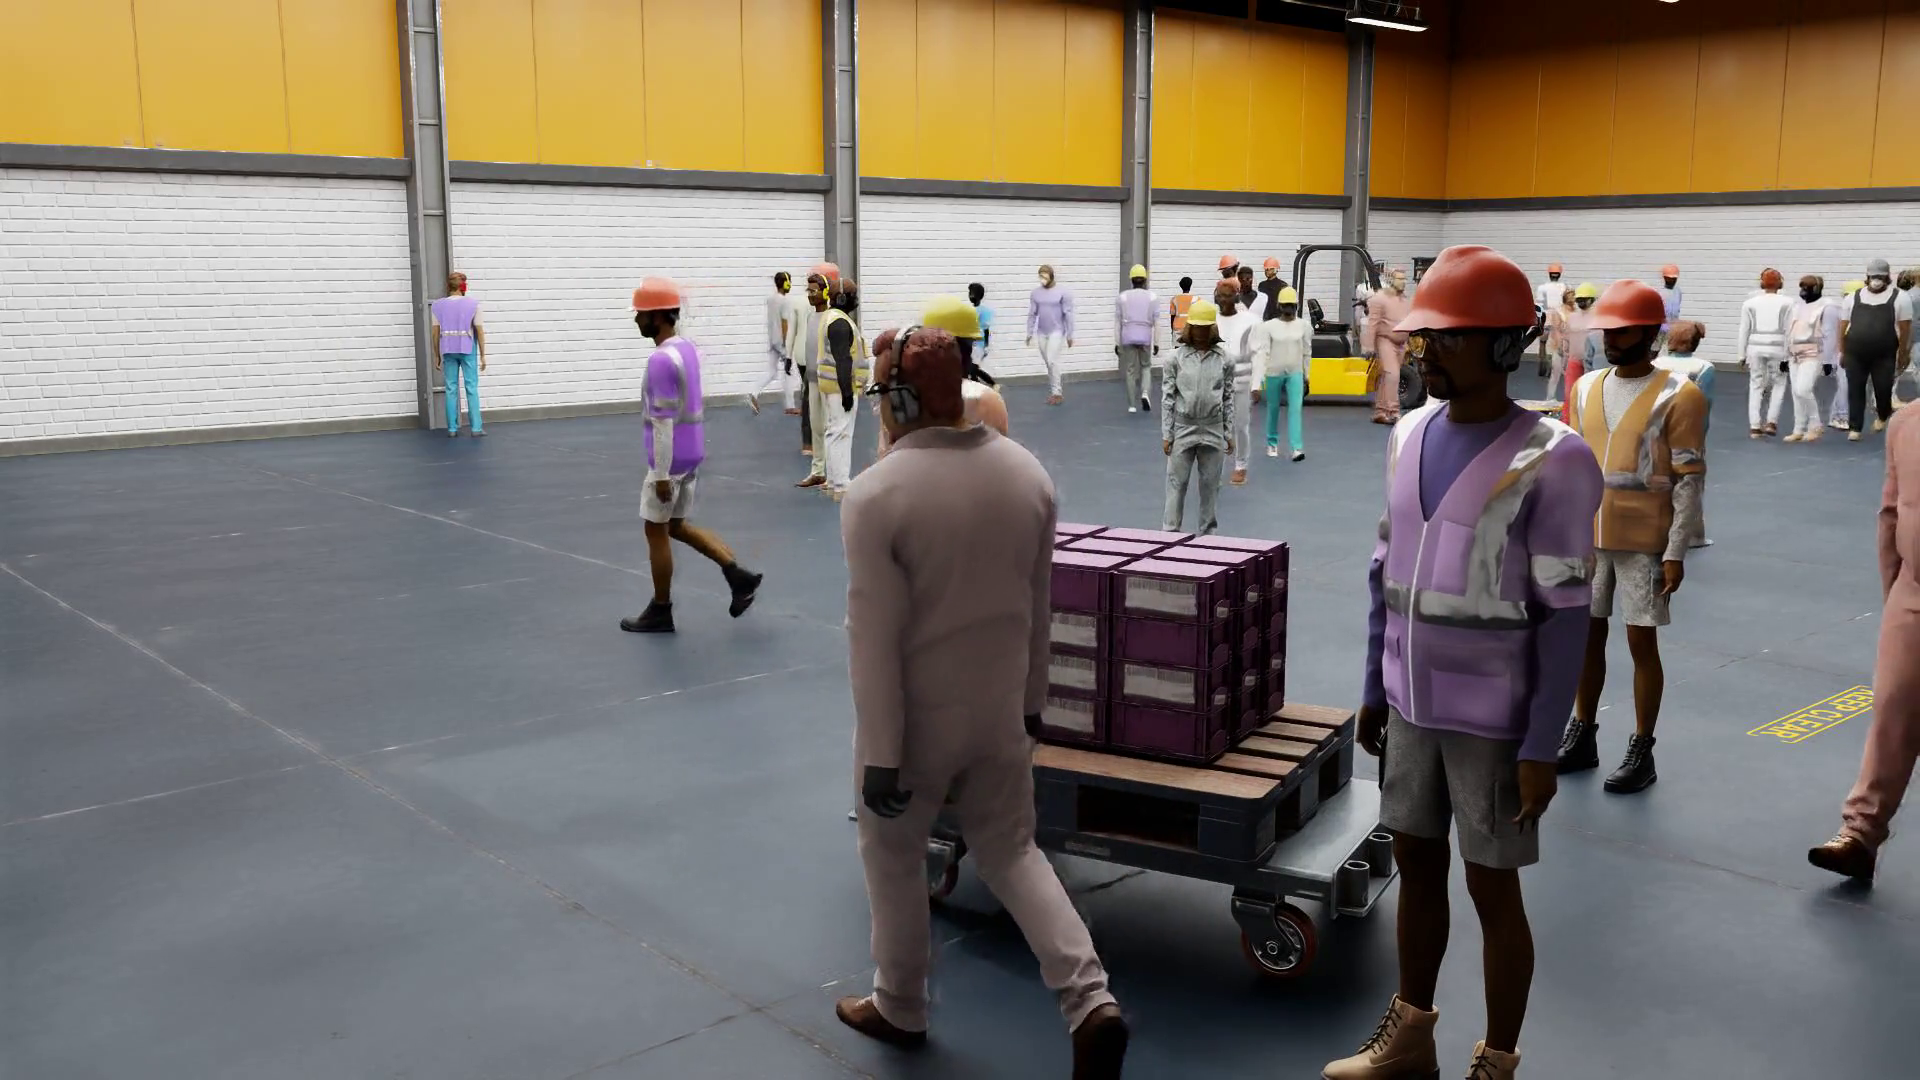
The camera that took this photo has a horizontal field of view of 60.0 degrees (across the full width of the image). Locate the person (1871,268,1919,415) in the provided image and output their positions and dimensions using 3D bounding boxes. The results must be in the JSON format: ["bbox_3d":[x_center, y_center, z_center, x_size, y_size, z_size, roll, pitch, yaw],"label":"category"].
[{"bbox_3d":[12.103,-2.491,20.968,1.024,1.879,0.628,4,10,20],"label":"person"}]

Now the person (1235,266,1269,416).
[{"bbox_3d":[3.436,-2.357,20.126,0.621,1.905,0.491,-1,10,-7],"label":"person"}]

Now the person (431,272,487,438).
[{"bbox_3d":[-5.581,-2.051,18.530,0.565,1.841,0.387,0,10,-2],"label":"person"}]

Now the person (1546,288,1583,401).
[{"bbox_3d":[8.152,-2.564,22.276,0.530,1.589,0.825,-2,10,-12],"label":"person"}]

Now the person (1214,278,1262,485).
[{"bbox_3d":[2.348,-1.353,14.469,0.584,1.838,0.979,4,10,20],"label":"person"}]

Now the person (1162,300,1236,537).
[{"bbox_3d":[1.553,-0.684,10.817,0.489,1.741,0.322,-1,10,-6],"label":"person"}]

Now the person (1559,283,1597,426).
[{"bbox_3d":[6.979,-2.002,18.608,0.543,1.714,0.897,9,13,44],"label":"person"}]

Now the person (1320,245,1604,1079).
[{"bbox_3d":[1.121,0.369,3.771,0.377,2.045,0.605,-5,11,-28],"label":"person"}]

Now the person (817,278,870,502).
[{"bbox_3d":[-0.961,-1.237,13.765,0.429,1.844,0.623,-2,10,-13],"label":"person"}]

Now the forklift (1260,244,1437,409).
[{"bbox_3d":[5.256,-2.933,22.661,2.313,2.155,1.214,3,10,16],"label":"forklift"}]

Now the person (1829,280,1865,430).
[{"bbox_3d":[10.368,-2.125,19.288,0.534,1.736,0.781,-2,10,-9],"label":"person"}]

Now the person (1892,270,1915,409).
[{"bbox_3d":[12.543,-2.673,22.190,0.430,1.839,0.619,8,12,38],"label":"person"}]

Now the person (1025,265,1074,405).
[{"bbox_3d":[1.203,-2.776,22.596,0.641,1.902,0.691,7,12,36],"label":"person"}]

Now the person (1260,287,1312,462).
[{"bbox_3d":[3.217,-1.639,16.484,0.543,1.713,0.916,0,10,2],"label":"person"}]

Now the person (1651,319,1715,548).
[{"bbox_3d":[4.872,-0.710,11.382,0.837,1.603,0.526,-6,12,-33],"label":"person"}]

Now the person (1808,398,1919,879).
[{"bbox_3d":[3.190,0.194,5.323,0.981,1.854,0.657,-7,12,-36],"label":"person"}]

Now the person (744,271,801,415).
[{"bbox_3d":[-2.359,-2.489,21.125,0.787,1.843,0.516,-8,13,-40],"label":"person"}]

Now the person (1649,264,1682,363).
[{"bbox_3d":[10.532,-3.133,24.694,0.558,1.890,0.926,-2,10,-13],"label":"person"}]

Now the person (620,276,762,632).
[{"bbox_3d":[-1.474,-0.439,8.860,0.675,1.920,0.565,2,10,9],"label":"person"}]

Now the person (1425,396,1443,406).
[{"bbox_3d":[5.018,-1.866,17.050,0.633,1.977,0.667,7,12,34],"label":"person"}]

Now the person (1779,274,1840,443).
[{"bbox_3d":[9.134,-1.945,17.946,0.453,1.829,0.648,-2,10,-10],"label":"person"}]

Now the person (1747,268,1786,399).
[{"bbox_3d":[11.473,-2.952,23.791,0.555,1.842,0.768,3,10,15],"label":"person"}]

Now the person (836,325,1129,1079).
[{"bbox_3d":[0.019,0.421,3.998,0.649,1.869,0.867,-8,12,-38],"label":"person"}]

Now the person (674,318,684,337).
[{"bbox_3d":[-3.310,-2.047,19.174,0.499,1.619,0.417,9,13,43],"label":"person"}]

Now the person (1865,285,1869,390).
[{"bbox_3d":[12.477,-2.713,23.018,0.335,1.621,0.519,-8,13,-40],"label":"person"}]

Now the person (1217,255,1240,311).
[{"bbox_3d":[3.956,-3.168,24.498,0.381,2.039,0.606,5,11,28],"label":"person"}]

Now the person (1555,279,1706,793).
[{"bbox_3d":[2.499,-0.014,6.320,0.357,1.936,0.551,-7,12,-36],"label":"person"}]

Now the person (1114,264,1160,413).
[{"bbox_3d":[2.278,-2.587,21.455,0.585,1.914,0.408,0,10,3],"label":"person"}]

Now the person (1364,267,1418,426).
[{"bbox_3d":[5.231,-2.286,19.776,0.681,1.877,0.826,-7,12,-34],"label":"person"}]

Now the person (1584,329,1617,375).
[{"bbox_3d":[6.268,-1.503,16.028,0.509,1.601,0.783,6,12,33],"label":"person"}]

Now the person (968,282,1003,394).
[{"bbox_3d":[0.284,-2.639,22.464,0.689,1.674,0.536,-5,11,-29],"label":"person"}]

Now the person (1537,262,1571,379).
[{"bbox_3d":[9.803,-3.622,27.511,0.552,1.919,0.514,3,10,14],"label":"person"}]

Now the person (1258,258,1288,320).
[{"bbox_3d":[4.968,-3.513,26.638,0.382,1.993,0.622,-8,13,-39],"label":"person"}]

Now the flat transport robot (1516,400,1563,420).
[{"bbox_3d":[7.006,-1.558,20.235,0.652,0.197,1.431,6,11,31],"label":"flat transport robot"}]

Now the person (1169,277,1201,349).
[{"bbox_3d":[3.647,-3.409,26.925,0.531,1.694,0.320,4,11,24],"label":"person"}]

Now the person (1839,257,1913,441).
[{"bbox_3d":[10.053,-2.114,18.315,0.690,2.000,0.709,7,12,36],"label":"person"}]

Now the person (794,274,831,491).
[{"bbox_3d":[-1.206,-1.363,14.420,0.329,1.872,0.510,-9,13,-42],"label":"person"}]

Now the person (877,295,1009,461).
[{"bbox_3d":[-0.026,-0.030,6.627,0.596,1.864,1.022,9,13,42],"label":"person"}]

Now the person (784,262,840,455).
[{"bbox_3d":[-1.431,-1.864,17.122,0.647,1.950,0.774,3,10,18],"label":"person"}]

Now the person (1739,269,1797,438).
[{"bbox_3d":[9.001,-2.066,18.515,0.632,1.870,0.556,7,12,37],"label":"person"}]

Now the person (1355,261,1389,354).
[{"bbox_3d":[6.546,-3.430,26.309,0.602,1.943,0.393,1,10,7],"label":"person"}]
